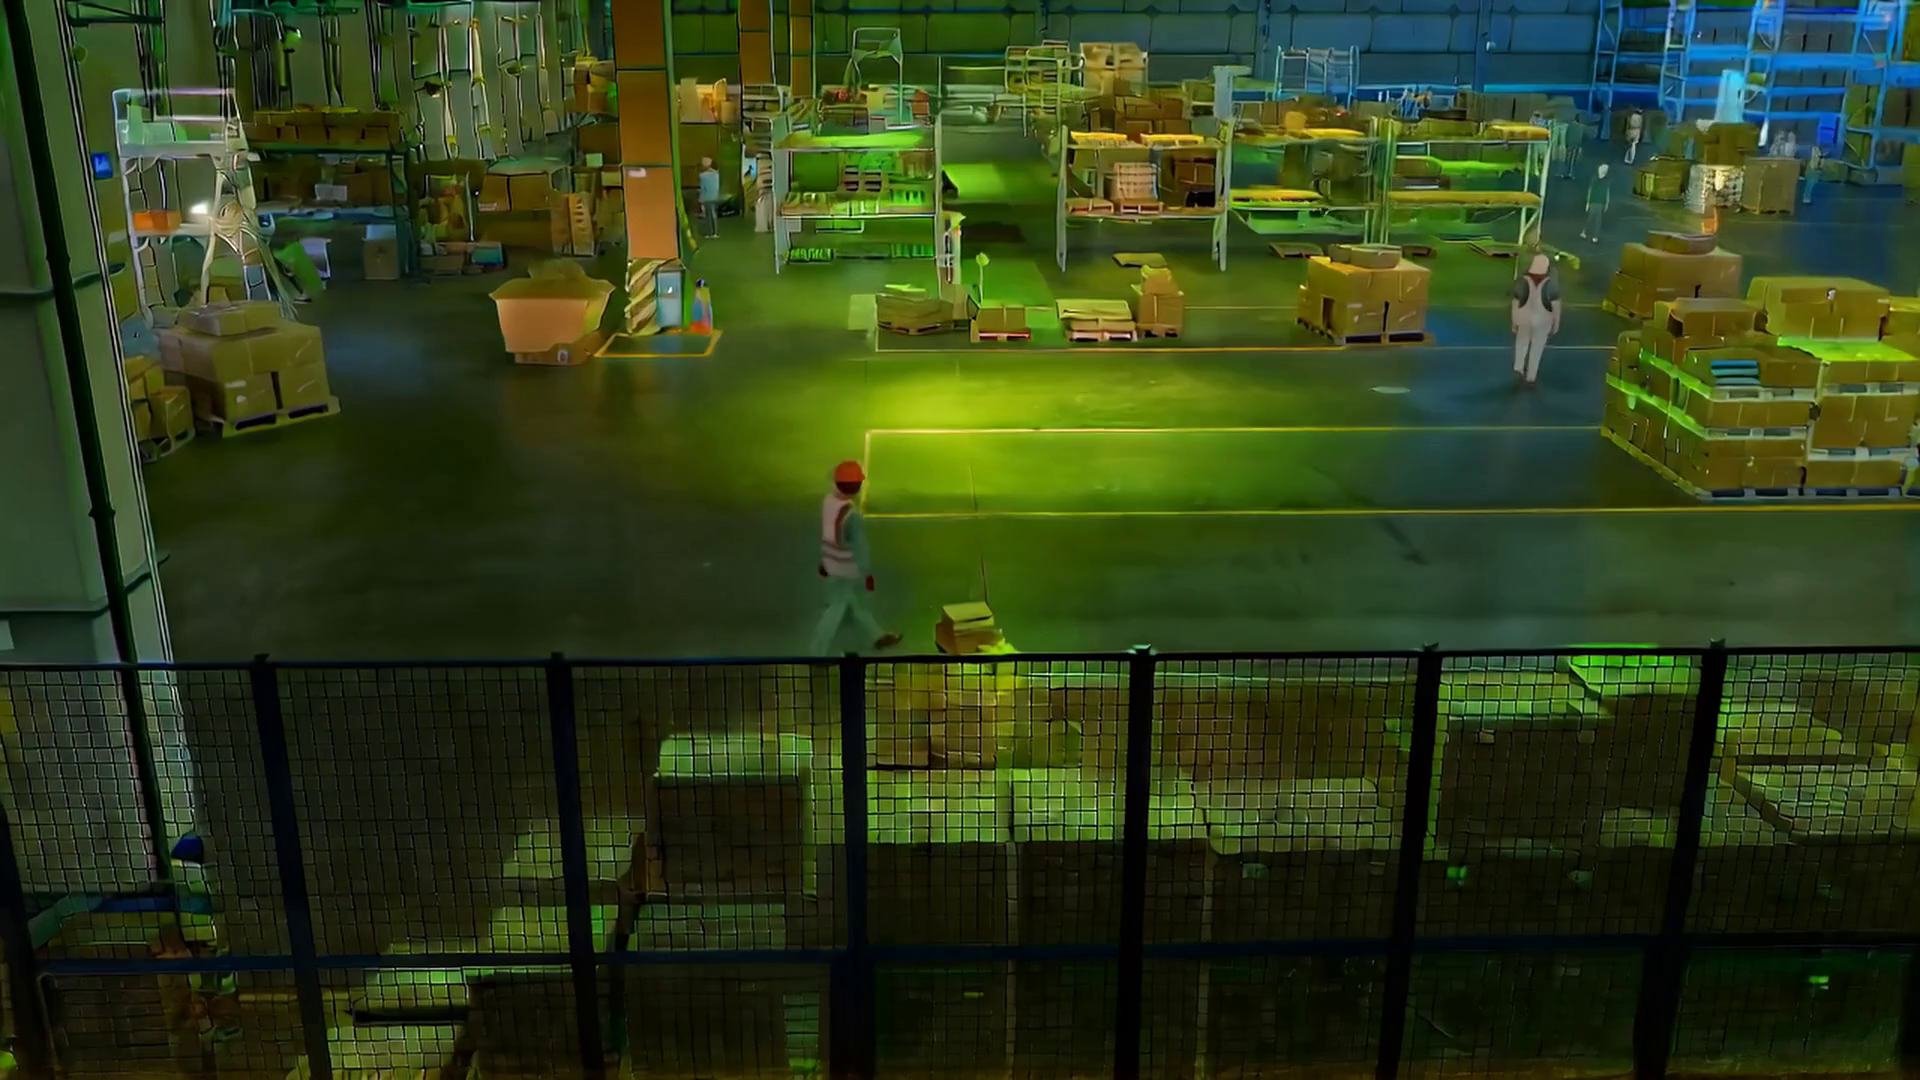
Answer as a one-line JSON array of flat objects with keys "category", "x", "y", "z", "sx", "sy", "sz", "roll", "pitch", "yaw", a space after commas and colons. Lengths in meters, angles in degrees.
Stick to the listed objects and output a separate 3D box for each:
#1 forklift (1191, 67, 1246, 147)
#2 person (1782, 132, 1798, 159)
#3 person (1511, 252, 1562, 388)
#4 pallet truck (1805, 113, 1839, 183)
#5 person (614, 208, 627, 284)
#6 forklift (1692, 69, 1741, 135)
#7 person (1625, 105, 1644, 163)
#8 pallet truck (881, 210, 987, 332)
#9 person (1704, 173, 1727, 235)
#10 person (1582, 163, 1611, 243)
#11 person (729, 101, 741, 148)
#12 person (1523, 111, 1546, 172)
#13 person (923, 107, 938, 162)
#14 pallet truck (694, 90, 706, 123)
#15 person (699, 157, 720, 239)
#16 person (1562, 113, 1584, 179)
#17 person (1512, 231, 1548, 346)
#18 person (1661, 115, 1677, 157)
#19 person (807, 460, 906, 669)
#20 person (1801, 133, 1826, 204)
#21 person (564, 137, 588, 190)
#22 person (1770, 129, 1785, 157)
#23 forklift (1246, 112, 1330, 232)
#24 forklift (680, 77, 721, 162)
[{"category": "forklift", "x": 9.517, "y": -15.894, "z": 61.023, "sx": 1.873, "sy": 2.768, "sz": 1.129, "roll": -1, "pitch": 19, "yaw": -1}, {"category": "person", "x": 24.055, "y": -11.024, "z": 48.406, "sx": 0.560, "sy": 1.679, "sz": 0.460, "roll": -11, "pitch": 22, "yaw": -30}, {"category": "person", "x": 8.682, "y": -3.335, "z": 25.059, "sx": 0.695, "sy": 2.000, "sz": 0.632, "roll": 9, "pitch": 21, "yaw": 25}, {"category": "pallet truck", "x": 26.403, "y": -11.957, "z": 50.702, "sx": 0.823, "sy": 1.965, "sz": 1.885, "roll": 6, "pitch": 19, "yaw": 16}, {"category": "person", "x": -6.501, "y": -5.911, "z": 33.033, "sx": 0.650, "sy": 1.822, "sz": 0.519, "roll": 12, "pitch": 22, "yaw": 31}, {"category": "forklift", "x": 27.389, "y": -15.397, "z": 59.549, "sx": 1.873, "sy": 2.768, "sz": 1.129, "roll": -1, "pitch": 19, "yaw": -1}, {"category": "person", "x": 22.590, "y": -13.546, "z": 55.538, "sx": 0.579, "sy": 1.914, "sz": 0.680, "roll": -4, "pitch": 19, "yaw": -11}, {"category": "pallet truck", "x": -0.493, "y": -4.759, "z": 29.349, "sx": 1.885, "sy": 1.965, "sz": 0.823, "roll": -13, "pitch": 23, "yaw": -34}, {"category": "person", "x": 16.221, "y": -6.924, "z": 35.820, "sx": 0.361, "sy": 1.964, "sz": 0.617, "roll": 4, "pitch": 19, "yaw": 10}, {"category": "person", "x": 14.877, "y": -7.904, "z": 38.930, "sx": 0.537, "sy": 1.836, "sz": 0.603, "roll": 2, "pitch": 19, "yaw": 7}, {"category": "person", "x": -8.215, "y": -15.236, "z": 60.928, "sx": 0.626, "sy": 1.682, "sz": 0.540, "roll": -16, "pitch": 25, "yaw": -40}, {"category": "person", "x": 18.512, "y": -12.859, "z": 53.561, "sx": 0.641, "sy": 1.892, "sz": 1.050, "roll": -5, "pitch": 19, "yaw": -15}, {"category": "person", "x": -0.937, "y": -13.214, "z": 54.524, "sx": 0.635, "sy": 1.935, "sz": 0.349, "roll": -10, "pitch": 21, "yaw": -27}, {"category": "pallet truck", "x": -9.671, "y": -15.907, "z": 62.421, "sx": 0.823, "sy": 1.965, "sz": 1.885, "roll": 5, "pitch": 19, "yaw": 15}, {"category": "person", "x": -5.927, "y": -8.081, "z": 39.319, "sx": 0.383, "sy": 1.923, "sz": 0.589, "roll": 14, "pitch": 23, "yaw": 35}, {"category": "person", "x": 18.917, "y": -12.138, "z": 51.249, "sx": 0.622, "sy": 1.989, "sz": 0.399, "roll": -6, "pitch": 20, "yaw": -19}, {"category": "person", "x": 9.610, "y": -4.270, "z": 28.055, "sx": 0.549, "sy": 1.907, "sz": 0.912, "roll": 10, "pitch": 21, "yaw": 26}, {"category": "person", "x": 21.811, "y": -12.142, "z": 51.357, "sx": 0.505, "sy": 1.927, "sz": 0.648, "roll": 11, "pitch": 21, "yaw": 29}, {"category": "person", "x": -0.944, "y": 0.209, "z": 14.770, "sx": 1.013, "sy": 1.888, "sz": 0.637, "roll": -8, "pitch": 20, "yaw": -22}, {"category": "person", "x": 23.396, "y": -10.184, "z": 45.569, "sx": 0.597, "sy": 1.915, "sz": 0.370, "roll": -15, "pitch": 23, "yaw": -37}, {"category": "person", "x": -10.306, "y": -9.912, "z": 44.842, "sx": 0.649, "sy": 1.860, "sz": 0.932, "roll": -11, "pitch": 22, "yaw": -30}, {"category": "person", "x": 24.461, "y": -11.468, "z": 49.808, "sx": 0.307, "sy": 1.637, "sz": 0.525, "roll": -5, "pitch": 19, "yaw": -15}, {"category": "forklift", "x": 8.037, "y": -8.951, "z": 40.426, "sx": 1.873, "sy": 2.768, "sz": 1.129, "roll": -1, "pitch": 19, "yaw": -1}, {"category": "forklift", "x": -8.944, "y": -13.866, "z": 55.007, "sx": 1.873, "sy": 2.768, "sz": 1.129, "roll": -1, "pitch": 19, "yaw": -1}]
